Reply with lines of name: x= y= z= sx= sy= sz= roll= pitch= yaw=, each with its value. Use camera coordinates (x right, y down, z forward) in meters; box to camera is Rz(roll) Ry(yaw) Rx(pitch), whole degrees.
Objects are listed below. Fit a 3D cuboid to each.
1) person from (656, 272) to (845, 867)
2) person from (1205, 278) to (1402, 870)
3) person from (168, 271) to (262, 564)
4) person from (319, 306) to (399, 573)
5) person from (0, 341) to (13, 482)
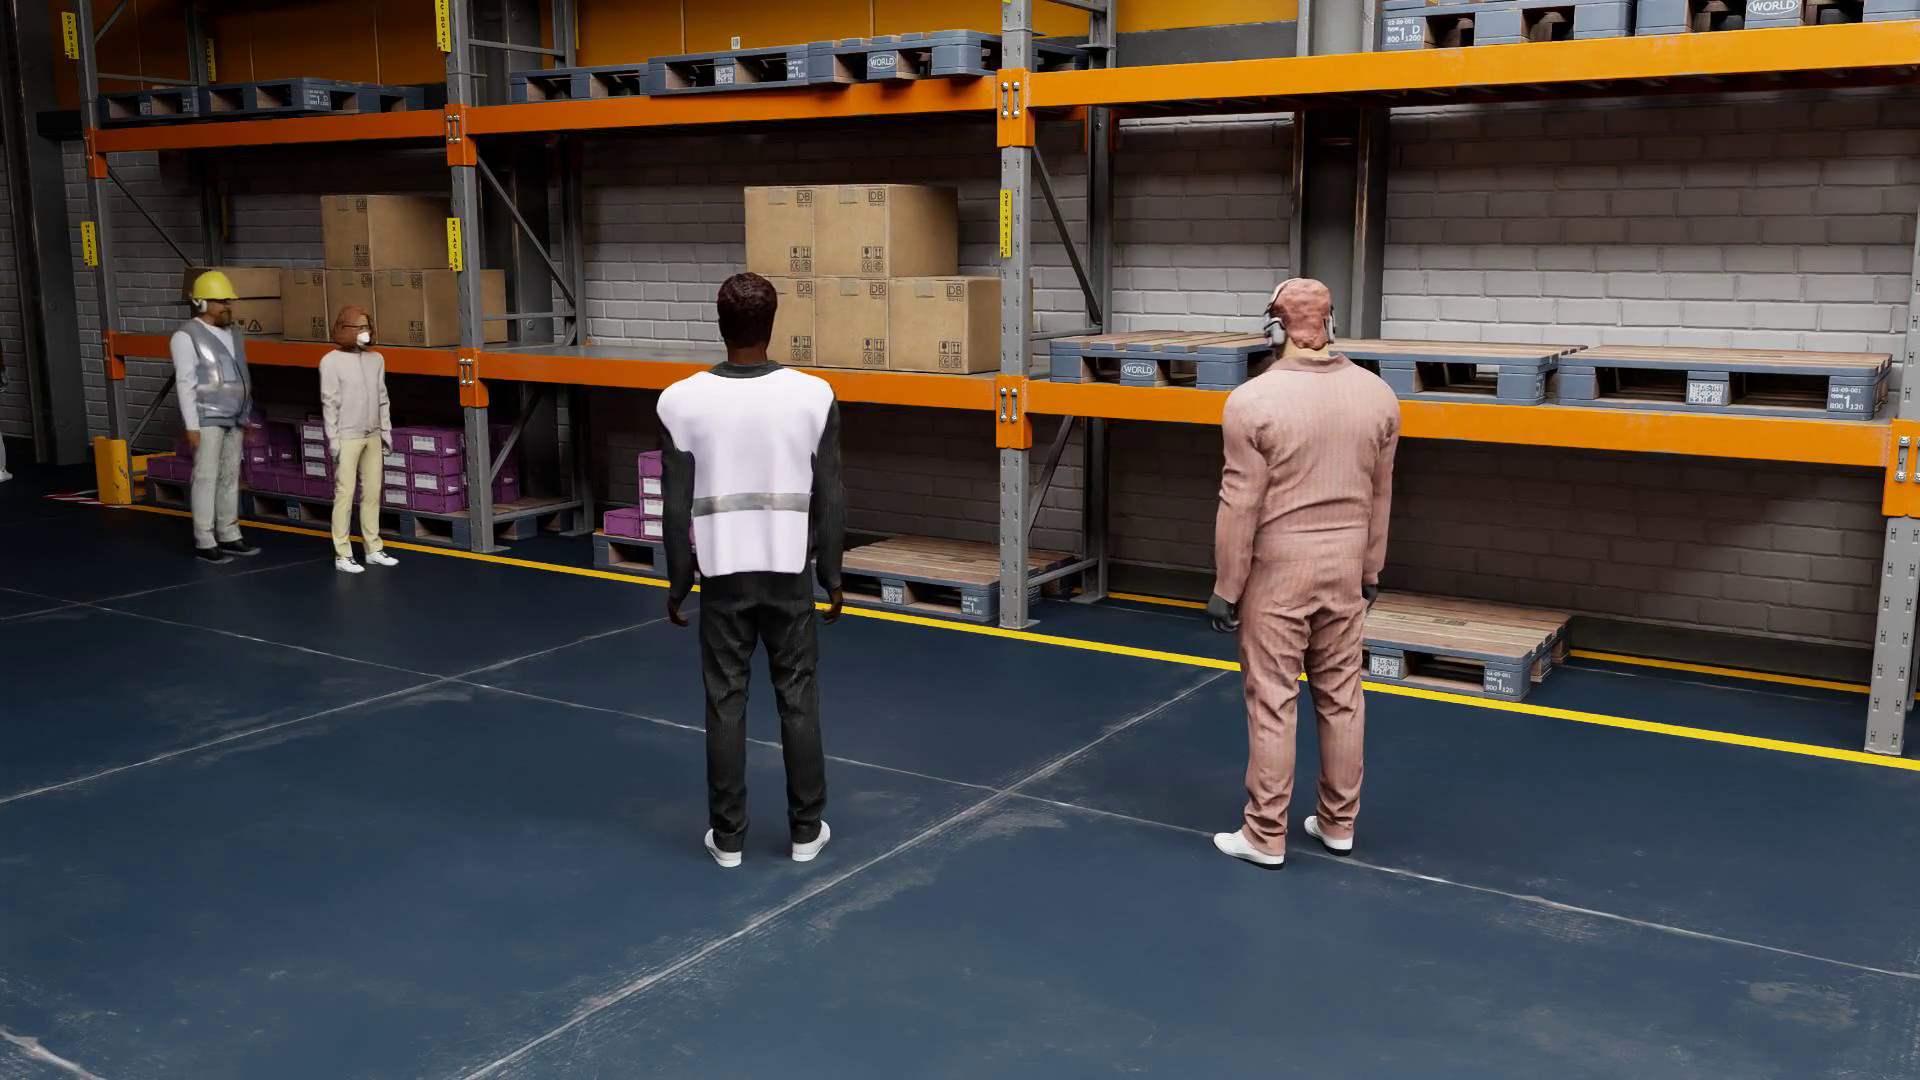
person: x=-0.662 y=0.109 z=5.361 sx=0.587 sy=1.920 sz=0.390 roll=-1 pitch=10 yaw=-8
person: x=1.081 y=0.115 z=5.384 sx=0.639 sy=1.902 sz=0.407 roll=-4 pitch=11 yaw=-22
person: x=-4.686 y=-0.775 z=10.508 sx=0.403 sy=1.827 sz=0.599 roll=2 pitch=10 yaw=12
person: x=-3.691 y=-0.617 z=10.206 sx=0.277 sy=1.627 sz=0.497 roll=5 pitch=11 yaw=25
person: x=-8.250 y=-1.397 z=13.863 sx=0.526 sy=1.864 sz=0.315 roll=-5 pitch=12 yaw=-27
